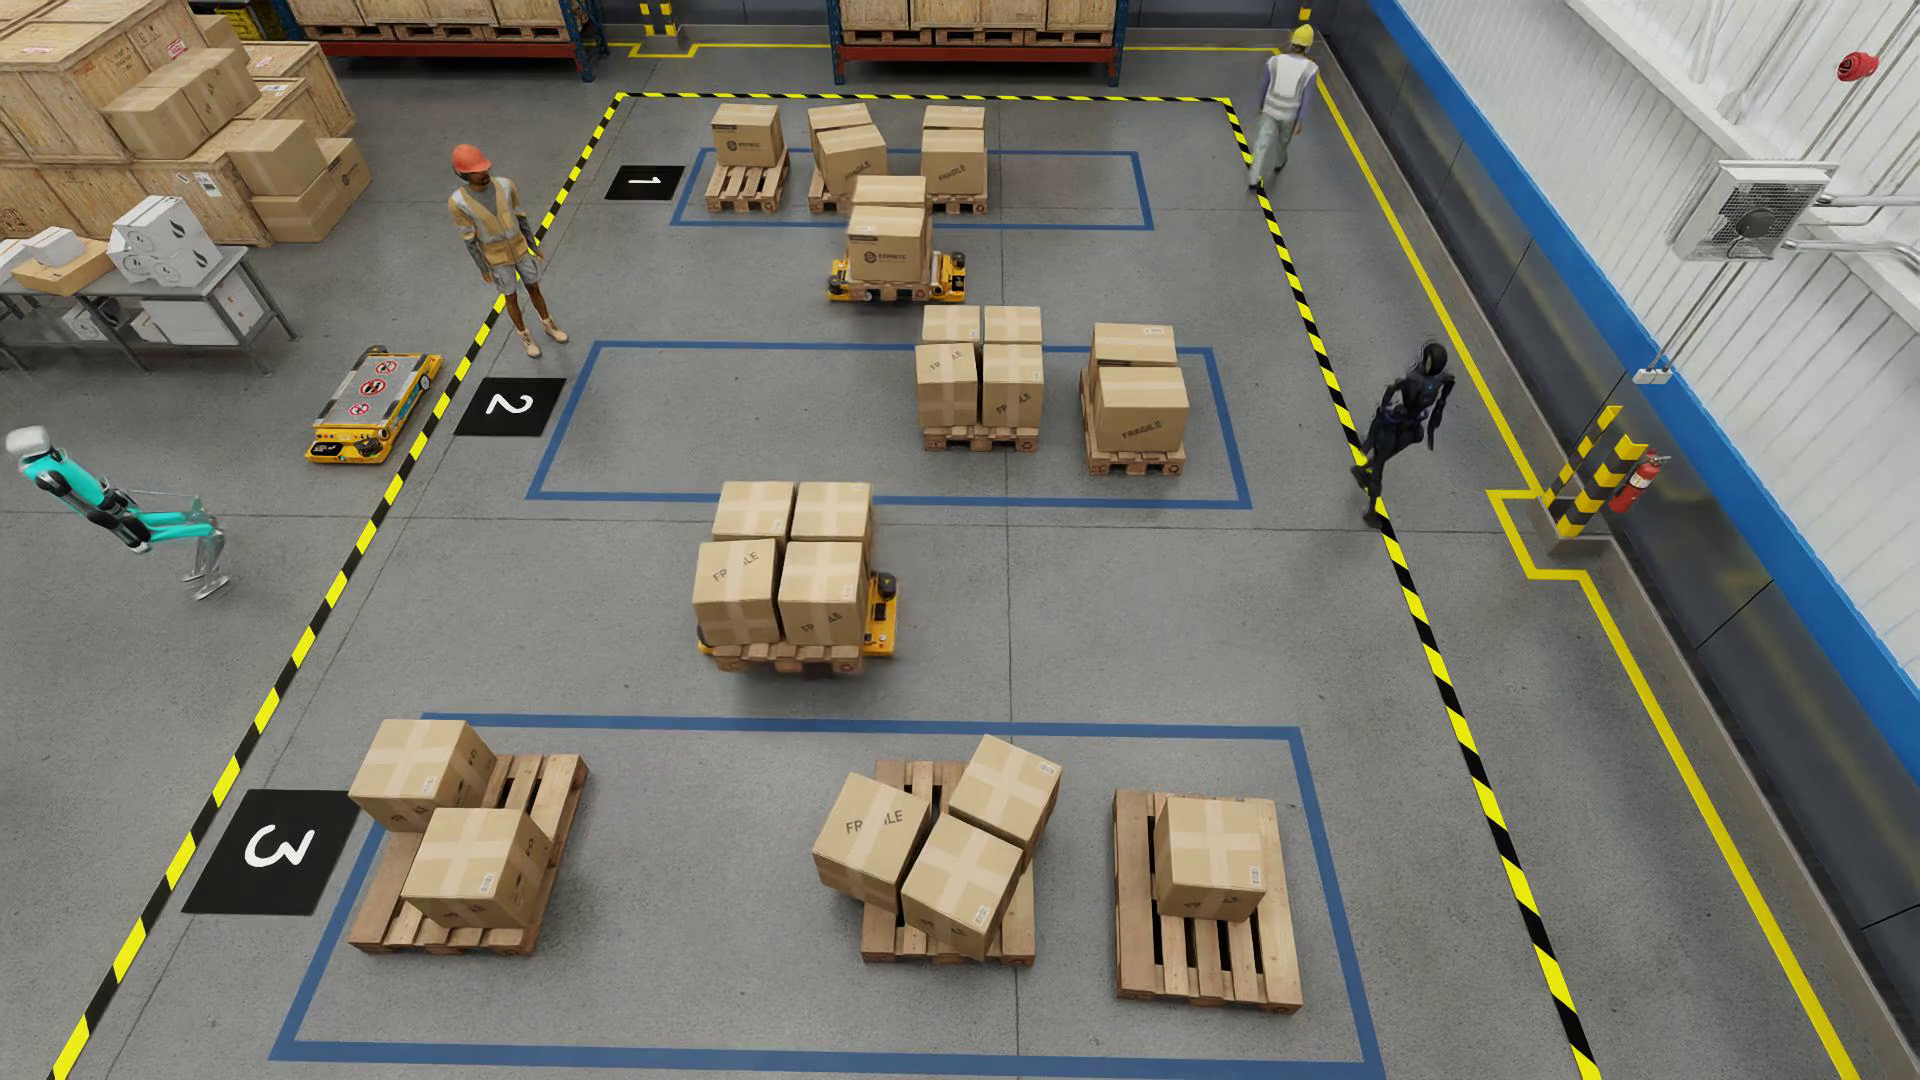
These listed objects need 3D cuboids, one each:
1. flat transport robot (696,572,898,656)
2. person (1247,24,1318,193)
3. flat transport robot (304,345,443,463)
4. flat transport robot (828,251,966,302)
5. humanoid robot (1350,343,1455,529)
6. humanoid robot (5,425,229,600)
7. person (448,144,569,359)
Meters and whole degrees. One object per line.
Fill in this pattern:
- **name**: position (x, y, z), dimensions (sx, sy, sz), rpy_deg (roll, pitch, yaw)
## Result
- **flat transport robot**: position (-1.202, 0.540, 6.892), dimensions (1.431, 0.197, 0.652), rpy_deg (1, 50, 1)
- **person**: position (3.733, -4.999, 10.603), dimensions (0.614, 1.780, 0.922), rpy_deg (25, 54, 19)
- **flat transport robot**: position (-5.383, -1.269, 8.441), dimensions (0.659, 0.231, 1.431), rpy_deg (1, 50, 1)
- **flat transport robot**: position (-0.657, -2.812, 9.728), dimensions (1.431, 0.197, 0.652), rpy_deg (1, 50, 1)
- **humanoid robot**: position (3.479, -0.848, 7.188), dimensions (0.585, 1.629, 0.775), rpy_deg (-6, 50, -5)
- **humanoid robot**: position (-5.779, -0.245, 6.524), dimensions (0.735, 1.677, 0.533), rpy_deg (-35, 58, -26)
- **person**: position (-4.158, -2.630, 8.428), dimensions (0.361, 2.047, 0.611), rpy_deg (35, 58, 26)
